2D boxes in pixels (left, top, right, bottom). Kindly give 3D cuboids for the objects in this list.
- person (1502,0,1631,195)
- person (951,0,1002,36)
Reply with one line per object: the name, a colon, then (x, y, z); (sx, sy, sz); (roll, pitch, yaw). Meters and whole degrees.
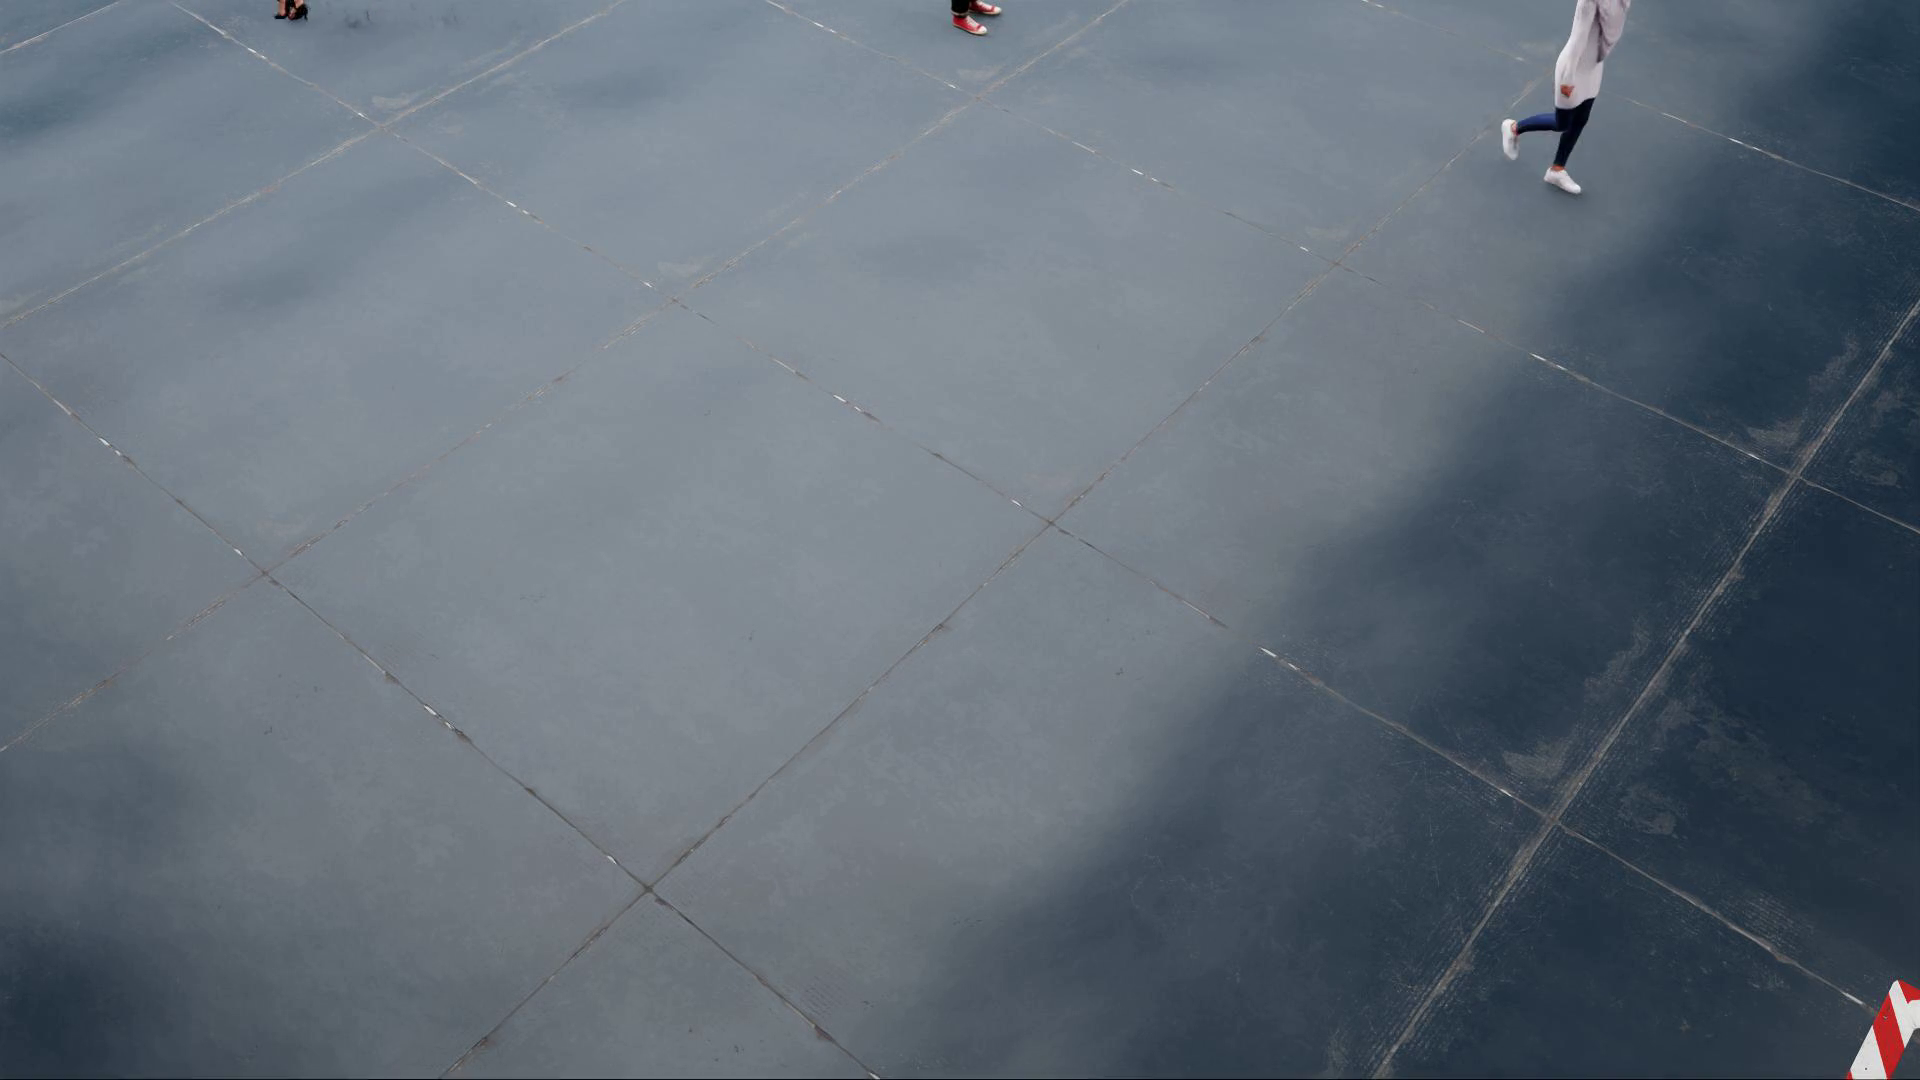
person: (3.925, -3.077, 10.711); (0.732, 1.760, 0.932); (-31, 54, -25)
person: (0.091, -4.605, 12.124); (0.706, 1.760, 0.759); (17, 49, 15)
